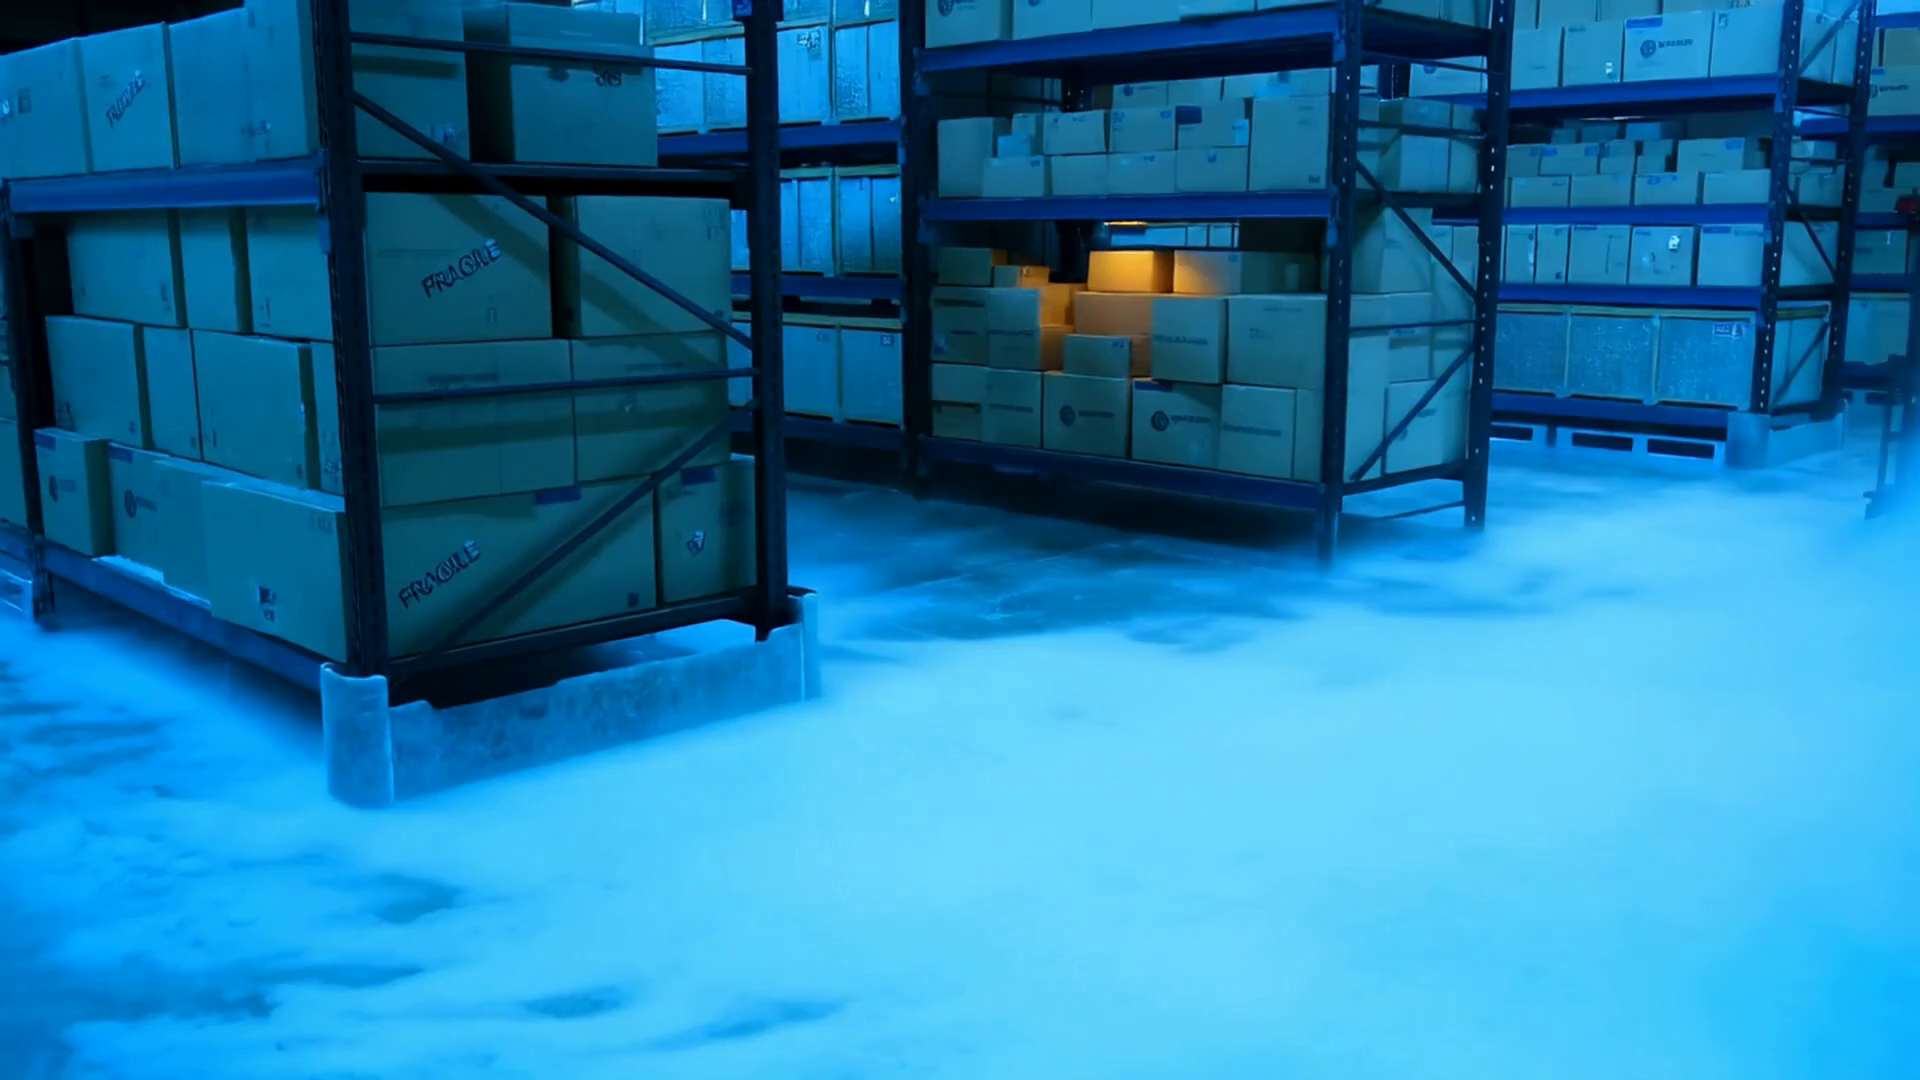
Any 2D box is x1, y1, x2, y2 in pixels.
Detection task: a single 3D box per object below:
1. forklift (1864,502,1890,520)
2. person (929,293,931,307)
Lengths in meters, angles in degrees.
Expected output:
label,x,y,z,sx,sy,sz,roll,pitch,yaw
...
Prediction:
label,x,y,z,sx,sy,sz,roll,pitch,yaw
forklift,7.729,-1.546,12.284,1.873,2.768,1.129,-10,14,-44
person,-0.394,-2.148,18.243,0.916,1.898,0.552,10,14,42
